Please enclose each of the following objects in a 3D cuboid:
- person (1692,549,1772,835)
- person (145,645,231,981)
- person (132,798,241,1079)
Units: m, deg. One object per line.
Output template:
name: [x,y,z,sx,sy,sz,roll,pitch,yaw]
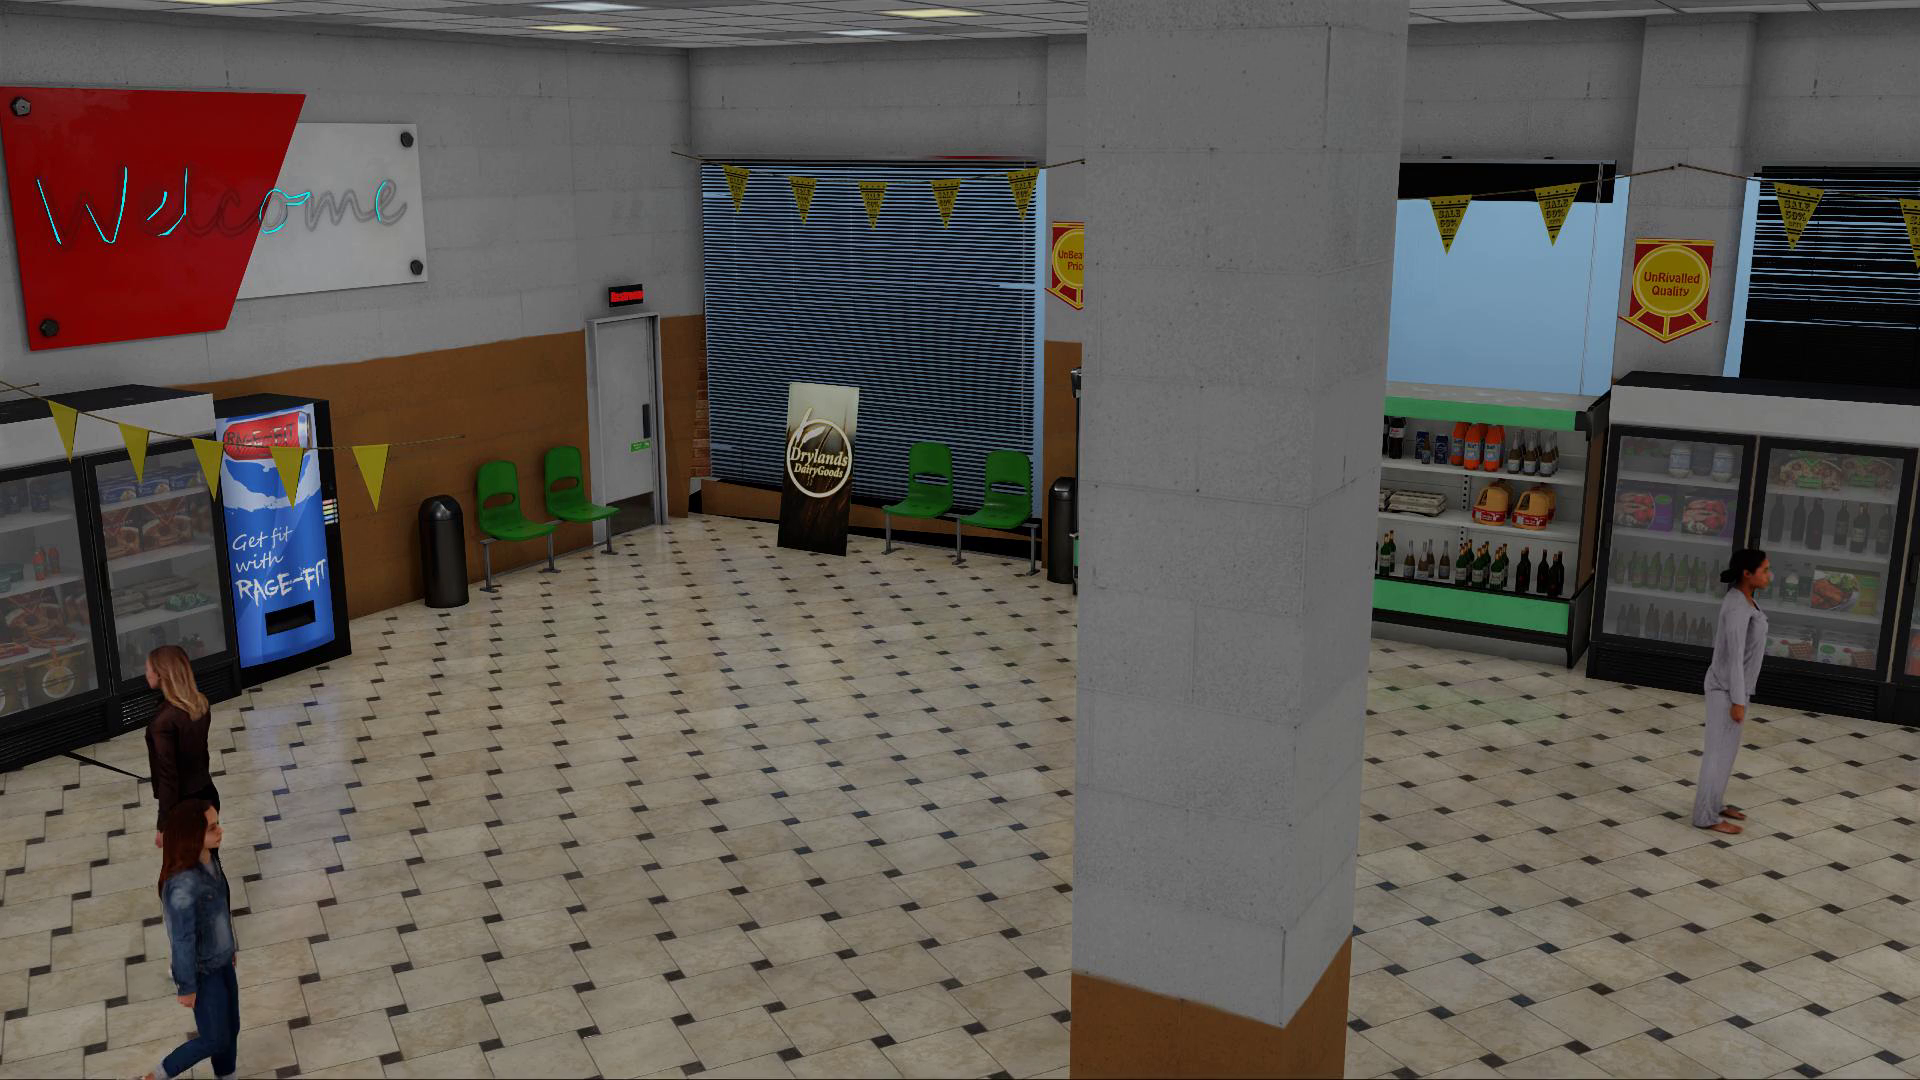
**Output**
person: [4.652,0.889,10.057,0.525,1.733,0.620,7,15,28]
person: [-3.826,1.339,8.263,0.671,1.704,0.675,0,14,0]
person: [-3.236,1.789,6.932,0.905,1.458,0.839,-4,14,-15]
